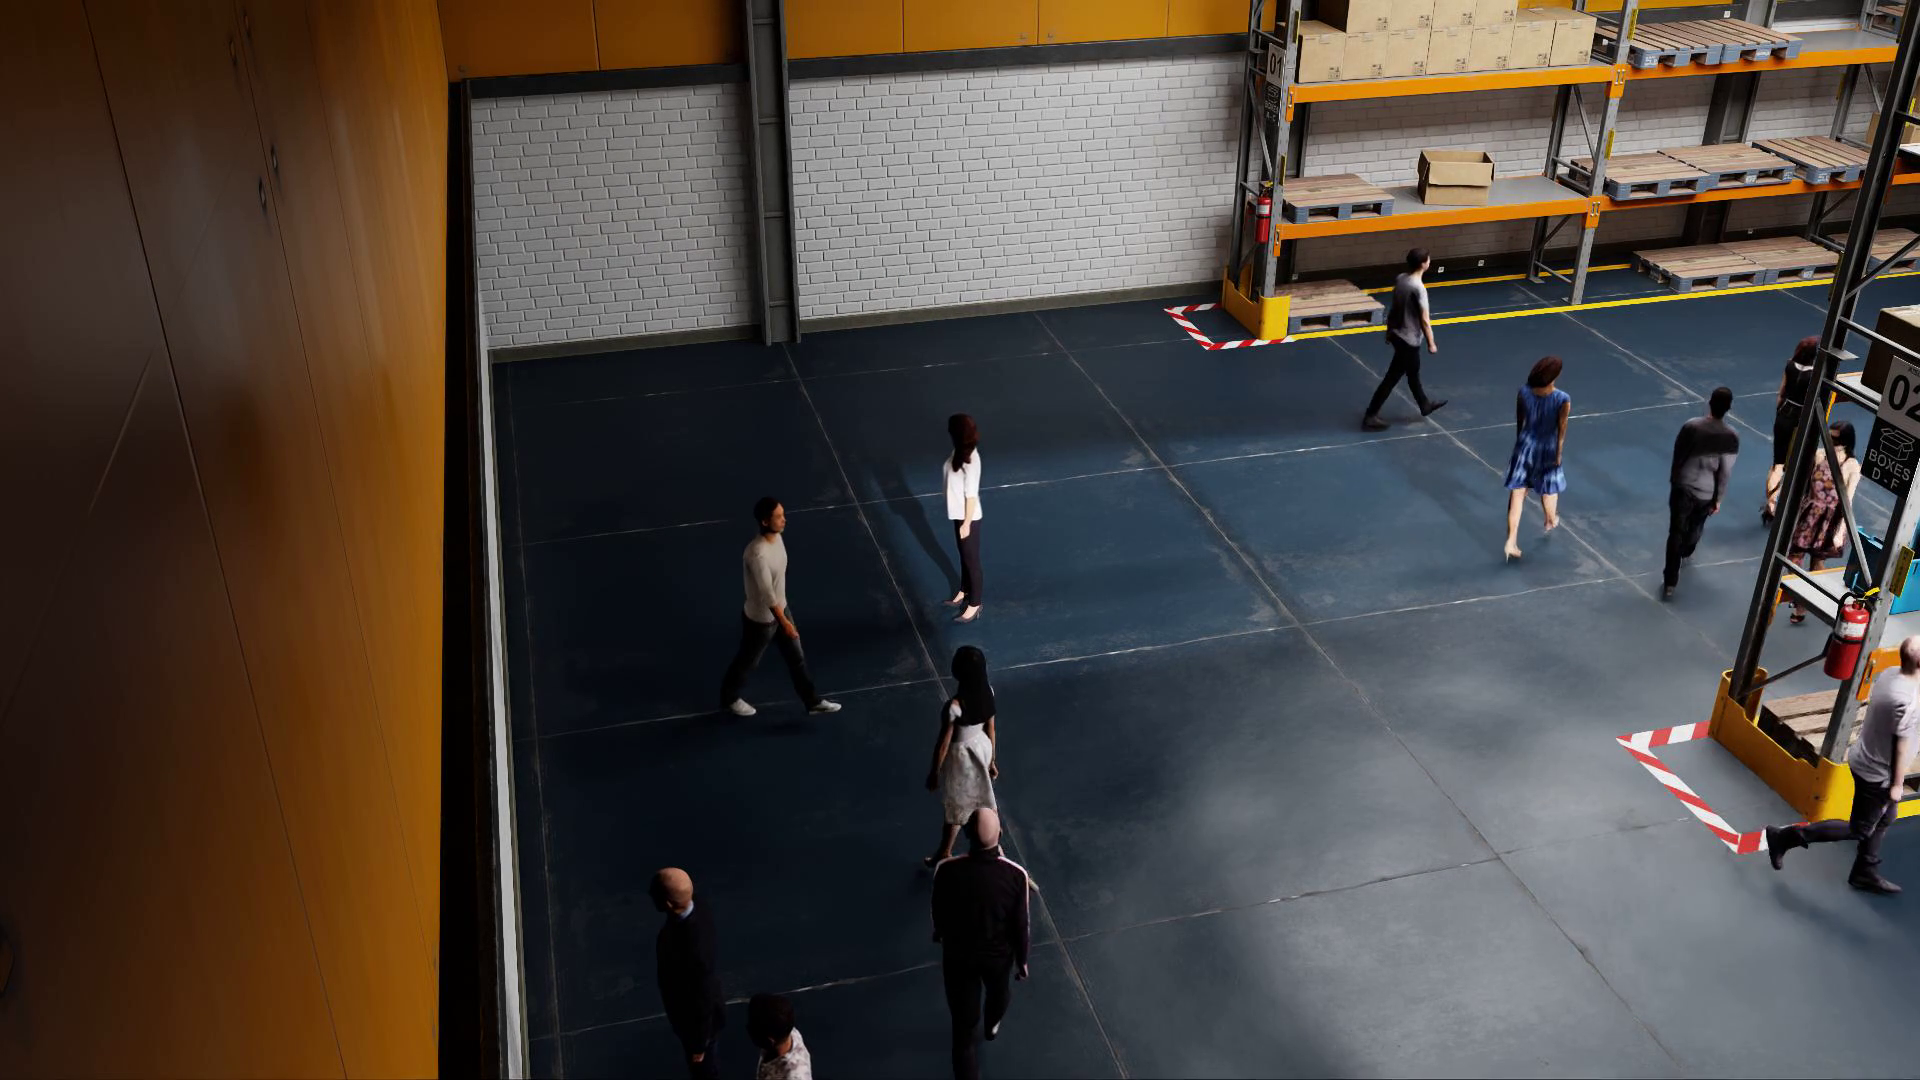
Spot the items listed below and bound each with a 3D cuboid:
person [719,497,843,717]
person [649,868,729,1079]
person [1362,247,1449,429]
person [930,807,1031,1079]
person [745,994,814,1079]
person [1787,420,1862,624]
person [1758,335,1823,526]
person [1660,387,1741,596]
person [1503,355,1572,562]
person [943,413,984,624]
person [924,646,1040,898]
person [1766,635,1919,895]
[{"bbox_3d":[-1.478,0.529,11.810,1.243,1.756,1.046,9,30,16],"label":"person"},{"bbox_3d":[-1.340,2.363,8.405,0.565,1.797,0.664,-6,29,-11],"label":"person"},{"bbox_3d":[4.271,-1.930,16.248,1.198,1.823,0.775,-4,29,-6],"label":"person"},{"bbox_3d":[0.095,2.250,8.625,1.238,1.785,0.922,0,29,0],"label":"person"},{"bbox_3d":[-0.769,2.774,7.634,0.552,1.815,0.656,-6,29,-11],"label":"person"},{"bbox_3d":[6.781,-0.148,13.043,0.845,1.764,0.784,-24,37,-37],"label":"person"},{"bbox_3d":[7.163,-0.915,14.421,0.653,1.790,0.635,-11,30,-19],"label":"person"},{"bbox_3d":[5.941,-0.358,13.483,1.155,1.712,1.149,12,31,21],"label":"person"},{"bbox_3d":[4.778,-0.639,13.945,1.050,1.762,1.187,23,36,35],"label":"person"},{"bbox_3d":[0.052,-0.185,13.082,0.512,1.792,0.602,-6,29,-11],"label":"person"},{"bbox_3d":[0.103,1.474,10.093,1.093,1.741,1.158,22,36,35],"label":"person"},{"bbox_3d":[5.522,1.381,10.193,1.183,1.810,1.088,14,31,23],"label":"person"}]
